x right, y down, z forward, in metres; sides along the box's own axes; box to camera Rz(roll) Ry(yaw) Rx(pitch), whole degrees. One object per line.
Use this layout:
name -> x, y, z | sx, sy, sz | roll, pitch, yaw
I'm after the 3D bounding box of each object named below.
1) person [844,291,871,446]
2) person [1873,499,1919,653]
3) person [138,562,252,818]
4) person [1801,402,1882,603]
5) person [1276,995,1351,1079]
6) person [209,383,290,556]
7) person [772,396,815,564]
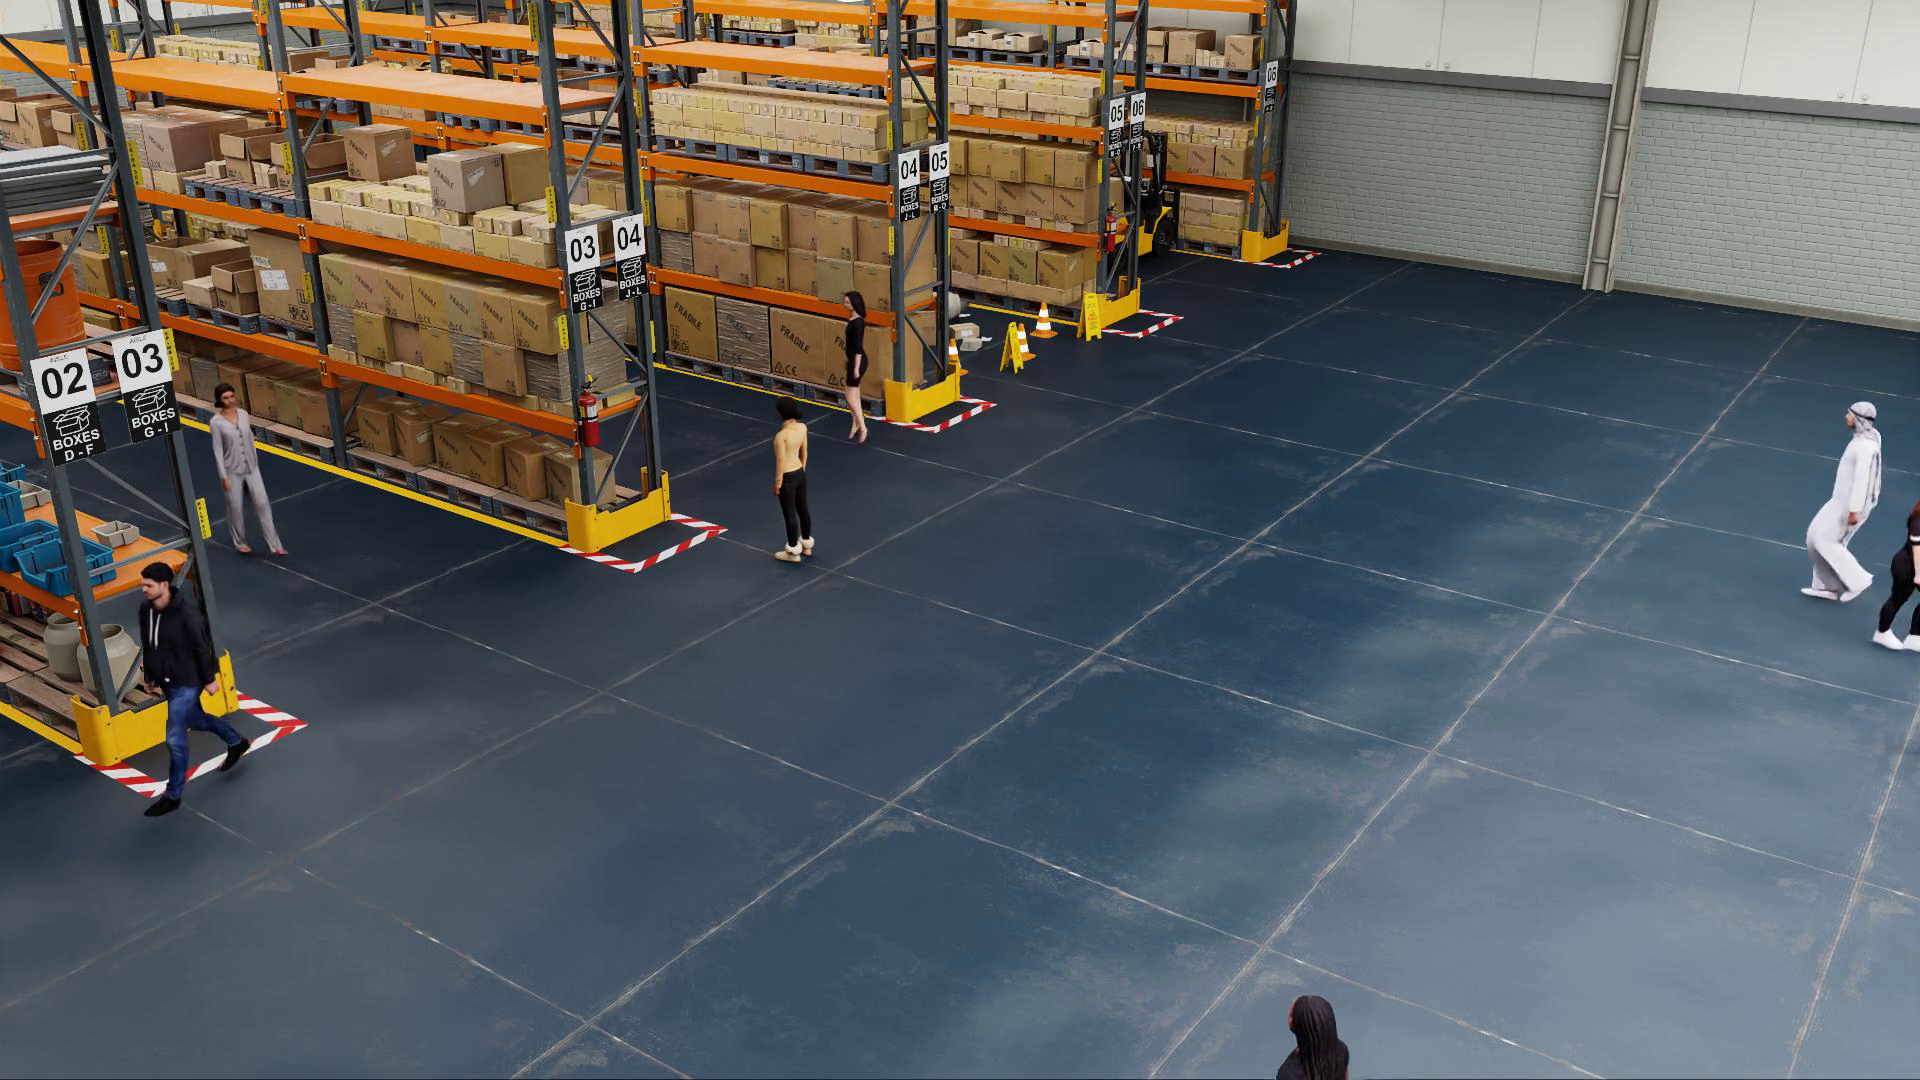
person -> -1.144, -1.979, 19.130 | 0.728, 1.800, 0.694 | -1, 23, -3
person -> 8.097, 0.192, 14.255 | 0.699, 1.620, 0.796 | -18, 29, -36
person -> -5.585, 0.992, 12.082 | 1.214, 1.848, 0.831 | 12, 26, 26
person -> 8.156, -0.313, 15.070 | 0.857, 1.911, 0.726 | 12, 26, 25
person -> 1.696, 2.919, 7.770 | 0.763, 1.676, 1.249 | -21, 31, -40
person -> -7.060, -0.684, 16.154 | 0.943, 1.746, 0.648 | 17, 28, 35
person -> -1.619, -0.599, 16.067 | 0.527, 1.657, 0.582 | 15, 27, 32
